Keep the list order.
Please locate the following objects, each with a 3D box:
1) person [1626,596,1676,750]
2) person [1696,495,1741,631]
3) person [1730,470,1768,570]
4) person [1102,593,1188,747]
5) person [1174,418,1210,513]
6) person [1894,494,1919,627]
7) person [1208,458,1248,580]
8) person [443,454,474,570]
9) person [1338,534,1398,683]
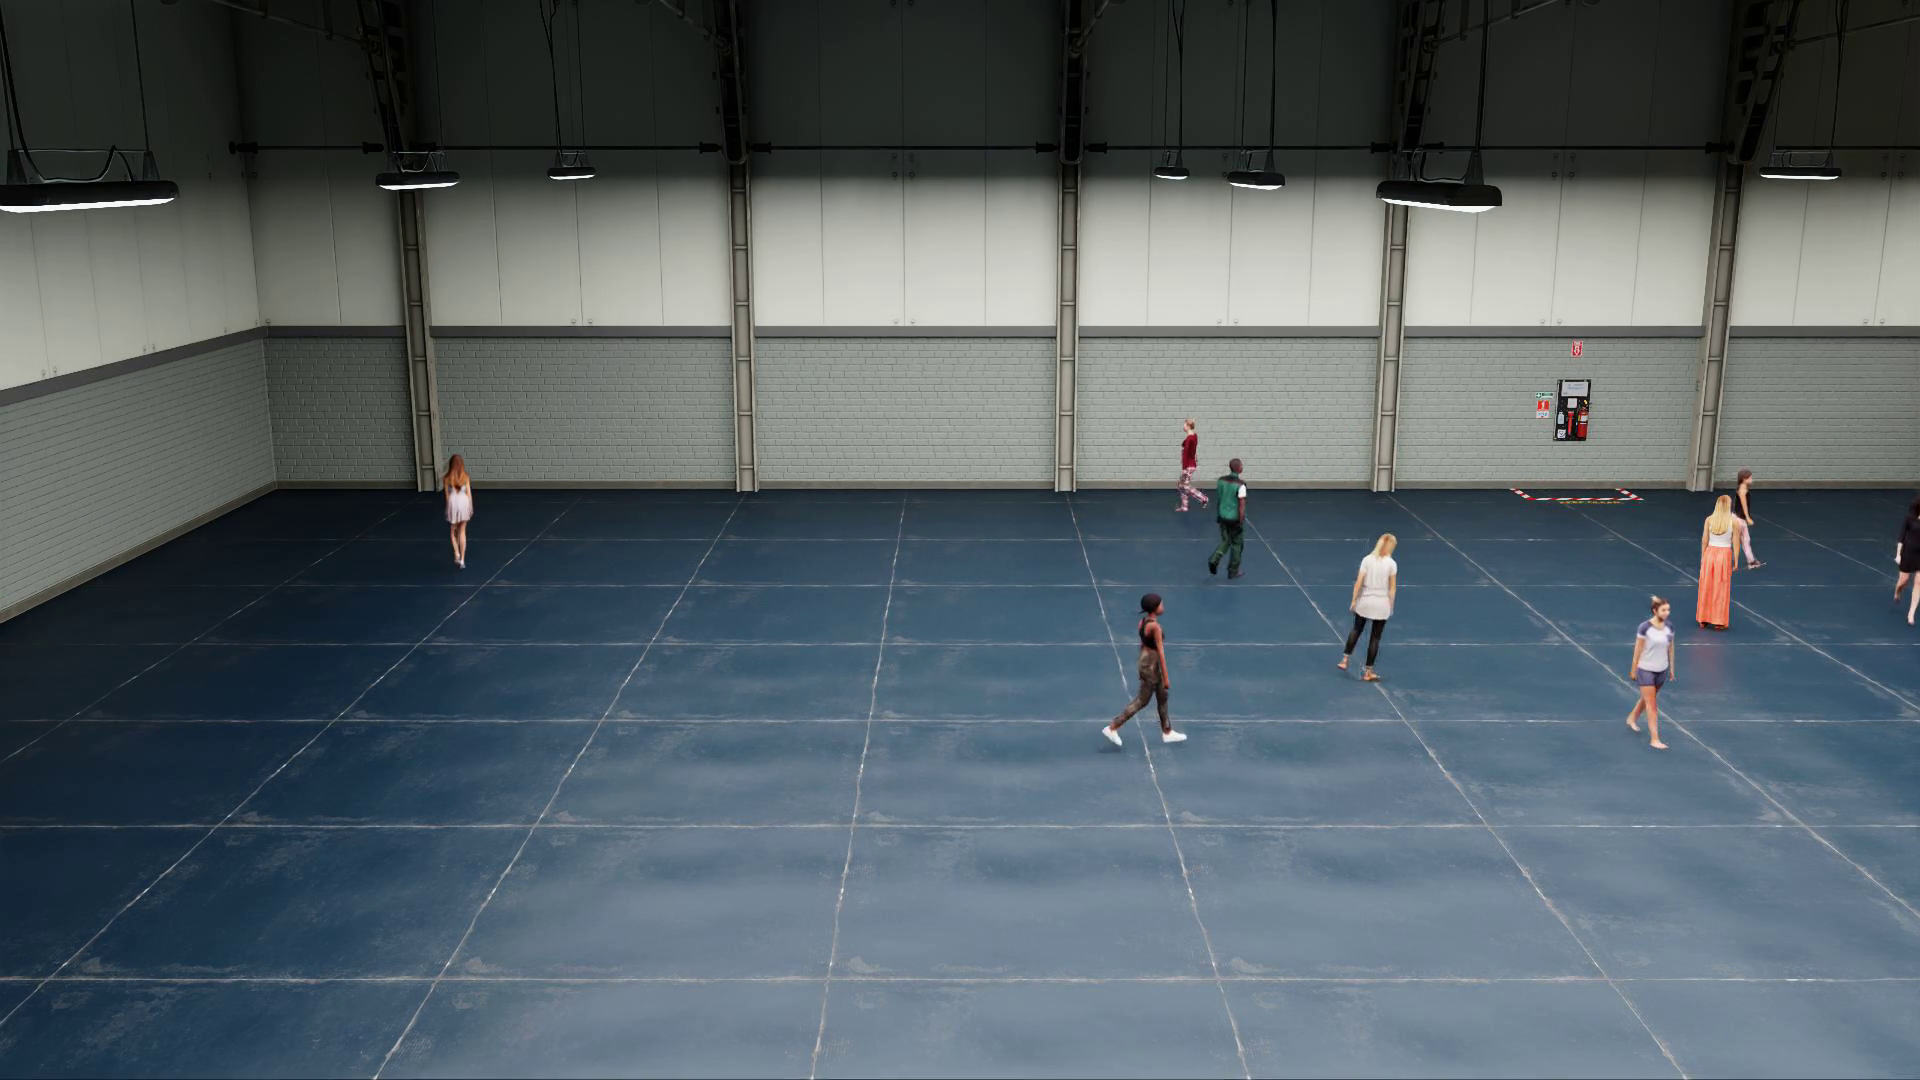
[{"bbox_3d":[7.373,1.391,17.845,1.022,1.581,0.815,-3,13,-14],"label":"person"},{"bbox_3d":[10.076,0.286,22.127,0.723,1.801,0.787,12,18,42],"label":"person"},{"bbox_3d":[11.718,-0.286,25.196,1.004,1.531,0.762,6,14,24],"label":"person"},{"bbox_3d":[1.931,1.411,17.579,1.225,1.660,0.741,-3,13,-11],"label":"person"},{"bbox_3d":[4.085,-1.290,29.205,0.943,1.678,0.796,5,14,21],"label":"person"},{"bbox_3d":[12.822,0.237,22.363,0.894,1.791,0.817,4,14,15],"label":"person"},{"bbox_3d":[3.957,-0.296,24.585,1.057,1.827,0.984,-11,17,-39],"label":"person"},{"bbox_3d":[-7.606,-0.407,25.221,0.630,1.756,0.712,-3,13,-13],"label":"person"},{"bbox_3d":[4.935,0.808,19.879,0.748,1.798,0.932,3,13,14],"label":"person"}]
